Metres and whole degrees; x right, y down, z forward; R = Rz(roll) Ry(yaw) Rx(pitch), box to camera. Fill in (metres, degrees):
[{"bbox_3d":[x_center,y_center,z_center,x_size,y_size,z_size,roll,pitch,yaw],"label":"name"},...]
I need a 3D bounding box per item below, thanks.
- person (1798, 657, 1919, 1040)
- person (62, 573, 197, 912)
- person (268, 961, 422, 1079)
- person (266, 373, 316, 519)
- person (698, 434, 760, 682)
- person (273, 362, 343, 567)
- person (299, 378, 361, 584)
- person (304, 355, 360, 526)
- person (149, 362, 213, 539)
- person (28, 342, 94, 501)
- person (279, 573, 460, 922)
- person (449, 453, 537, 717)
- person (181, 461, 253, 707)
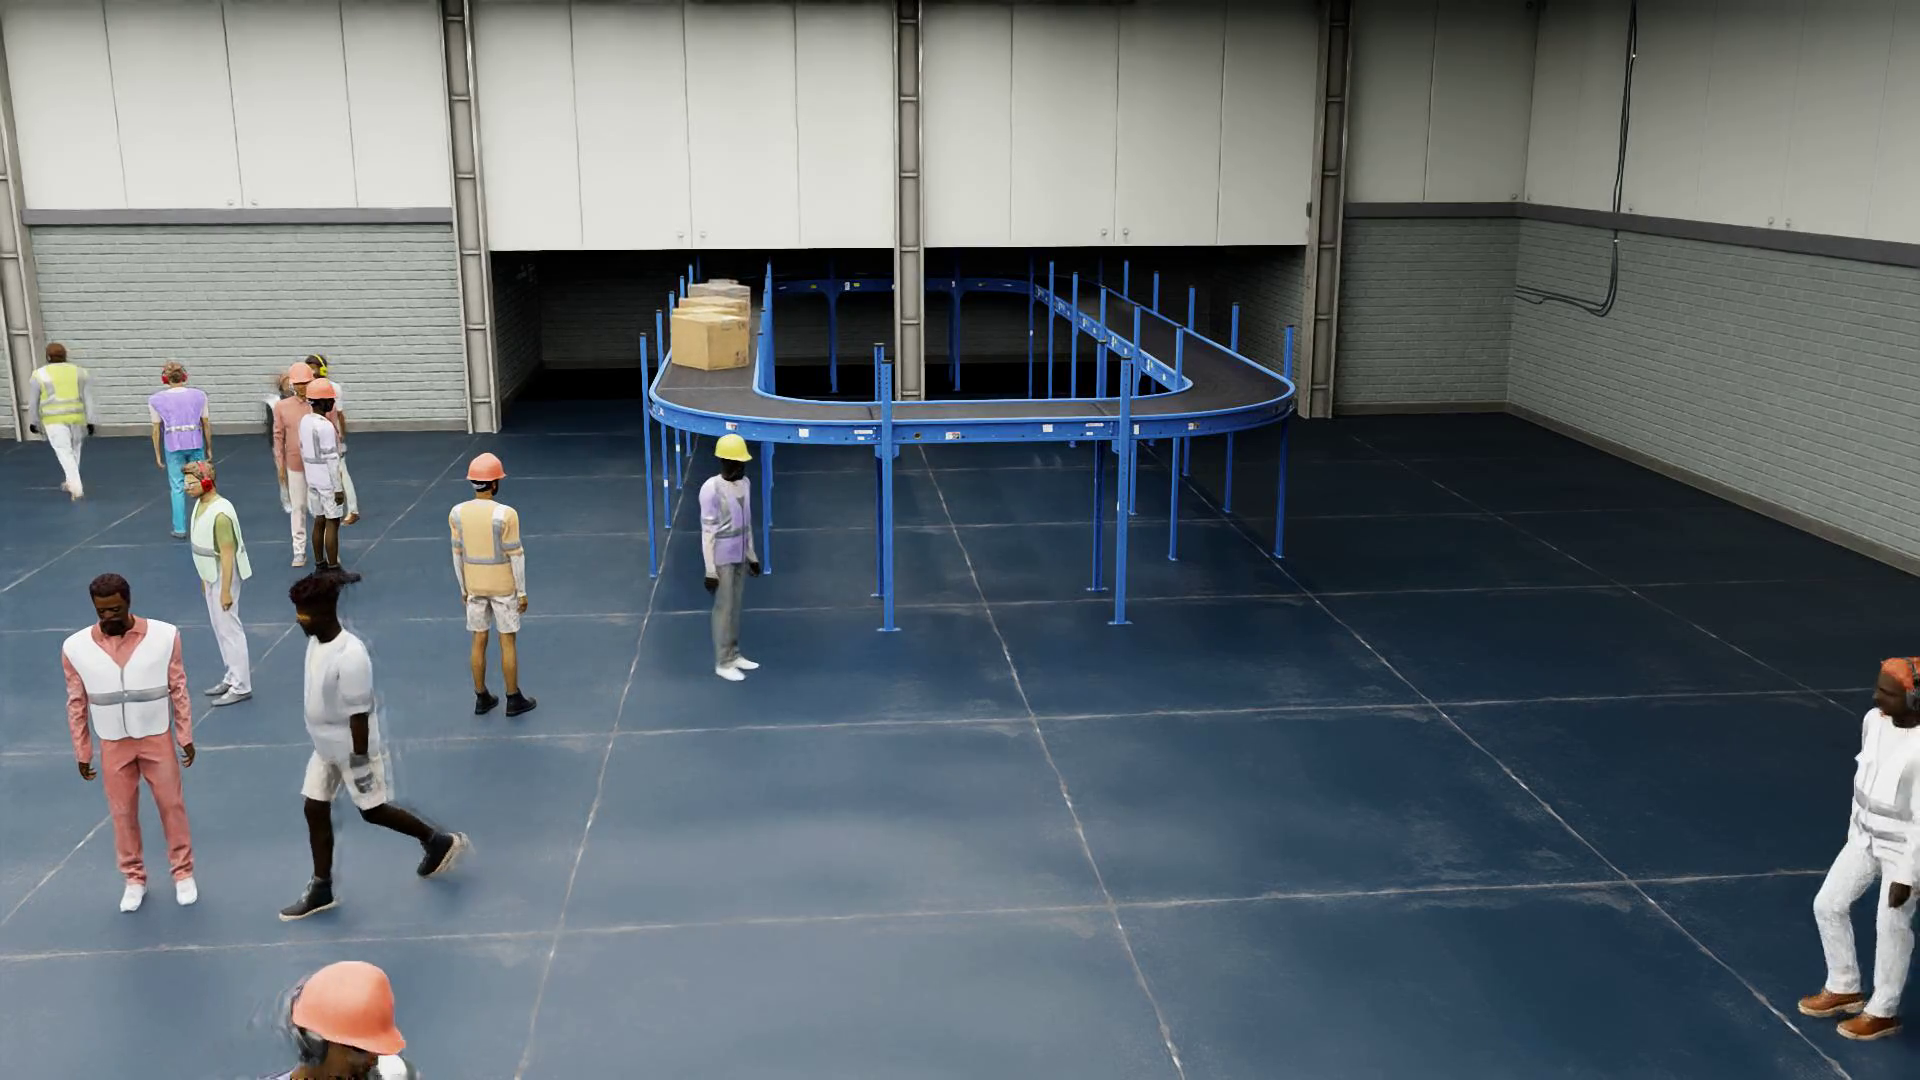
[{"bbox_3d":[4.253,1.445,7.712,0.503,1.872,0.603,-3,14,-10],"label":"person"},{"bbox_3d":[-4.511,1.086,9.088,0.599,1.908,0.405,-6,15,-21],"label":"person"},{"bbox_3d":[-1.831,2.141,4.696,0.771,1.993,0.432,-11,18,-38],"label":"person"},{"bbox_3d":[-7.306,-1.042,18.228,0.523,1.598,0.830,-9,17,-31],"label":"person"},{"bbox_3d":[-1.775,0.120,12.907,0.391,1.925,0.598,6,15,24],"label":"person"},{"bbox_3d":[-6.338,-0.737,16.195,0.611,1.996,0.378,-5,15,-20],"label":"person"},{"bbox_3d":[-5.919,-0.552,15.571,0.553,1.935,0.364,13,19,42],"label":"person"},{"bbox_3d":[-6.780,-1.074,17.846,0.527,1.856,0.375,7,15,25],"label":"person"},{"bbox_3d":[-8.064,-0.928,17.287,0.562,1.837,0.387,-10,17,-34],"label":"person"},{"bbox_3d":[-10.296,-1.367,19.135,0.939,1.802,0.625,11,18,38],"label":"person"},{"bbox_3d":[-3.273,1.082,9.090,0.939,1.927,0.615,-13,19,-41],"label":"person"},{"bbox_3d":[-3.383,0.329,12.047,0.545,1.938,0.360,3,14,13],"label":"person"},{"bbox_3d":[-5.491,0.306,12.355,0.403,1.834,0.564,-11,18,-37],"label":"person"}]
